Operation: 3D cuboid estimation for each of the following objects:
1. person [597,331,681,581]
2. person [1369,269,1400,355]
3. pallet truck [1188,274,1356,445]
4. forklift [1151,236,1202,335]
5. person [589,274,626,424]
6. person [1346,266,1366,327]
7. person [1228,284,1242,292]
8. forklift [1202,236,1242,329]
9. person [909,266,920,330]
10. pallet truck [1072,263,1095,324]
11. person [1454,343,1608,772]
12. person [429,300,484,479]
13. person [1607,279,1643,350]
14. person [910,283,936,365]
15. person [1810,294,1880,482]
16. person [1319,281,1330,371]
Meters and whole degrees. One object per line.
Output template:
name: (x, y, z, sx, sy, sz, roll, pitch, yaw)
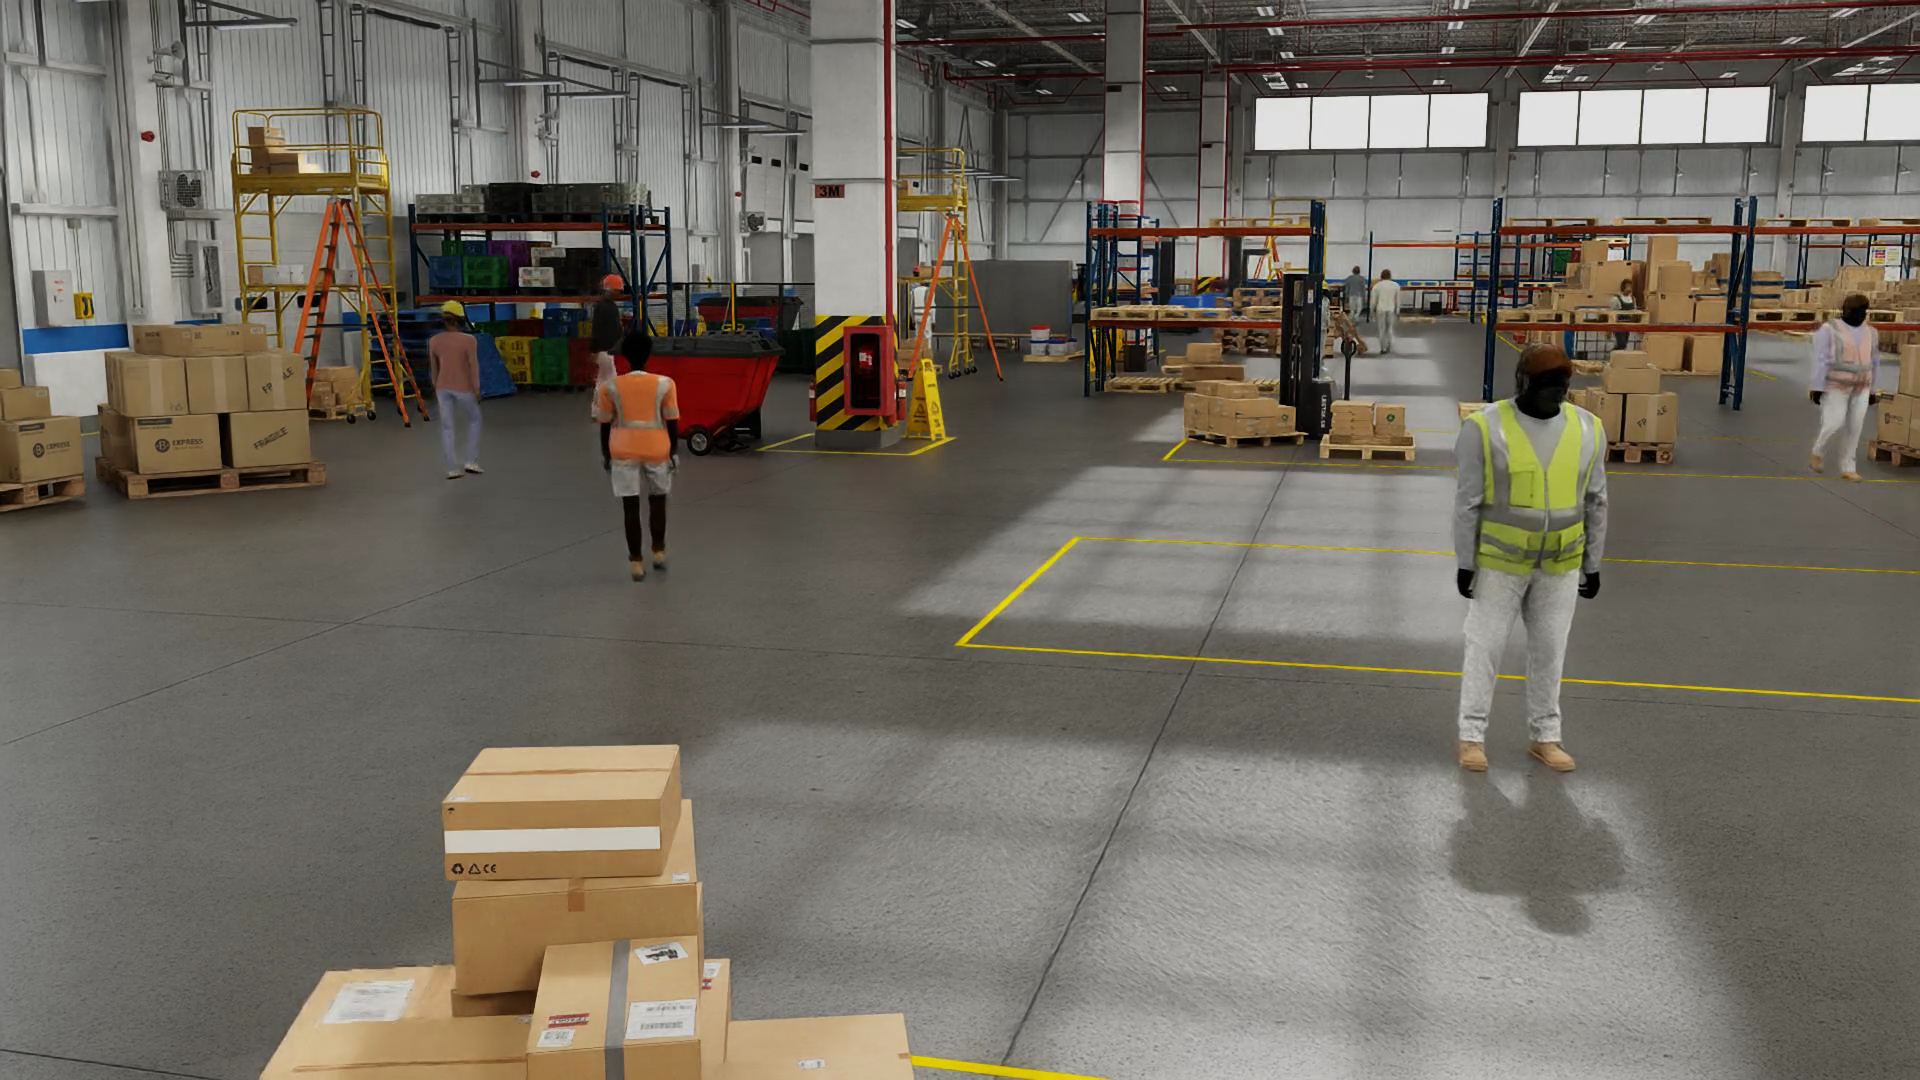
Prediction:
person: (-2.196, -0.590, 11.412, 0.553, 1.663, 0.769, -2, 10, -11)
person: (9.580, -5.161, 37.618, 0.653, 1.911, 0.785, 0, 10, 0)
pallet truck: (3.653, -2.138, 19.590, 1.885, 1.965, 0.823, -4, 10, -20)
forklift: (5.868, -7.214, 46.879, 1.873, 2.768, 1.129, 2, 10, 14)
person: (-4.534, -2.479, 21.716, 0.748, 1.958, 0.621, 0, 10, 1)
person: (12.386, -7.609, 52.016, 0.655, 1.920, 0.564, 6, 11, 30)
person: (8.613, -7.472, 52.046, 0.515, 1.641, 0.308, 6, 11, 30)
forklift: (8.324, -7.826, 50.481, 1.873, 2.768, 1.129, 2, 10, 14)
person: (-1.335, -7.307, 50.246, 0.386, 1.929, 0.551, 3, 10, 17)
pallet truck: (4.325, -8.180, 55.162, 0.823, 1.965, 1.885, 6, 11, 31)
person: (2.395, 0.088, 7.009, 0.644, 1.832, 0.431, 0, 10, 0)
person: (-4.959, -1.489, 16.470, 0.554, 1.745, 0.553, 2, 10, 10)
person: (11.669, -3.650, 29.077, 0.514, 1.801, 0.937, -4, 11, -25)
person: (-0.721, -4.343, 32.910, 0.575, 1.882, 0.361, 7, 12, 36)
person: (8.631, -1.483, 16.223, 0.652, 1.828, 0.487, -1, 10, -4)
person: (6.892, -4.090, 31.861, 0.484, 1.737, 0.324, -4, 11, -24)
